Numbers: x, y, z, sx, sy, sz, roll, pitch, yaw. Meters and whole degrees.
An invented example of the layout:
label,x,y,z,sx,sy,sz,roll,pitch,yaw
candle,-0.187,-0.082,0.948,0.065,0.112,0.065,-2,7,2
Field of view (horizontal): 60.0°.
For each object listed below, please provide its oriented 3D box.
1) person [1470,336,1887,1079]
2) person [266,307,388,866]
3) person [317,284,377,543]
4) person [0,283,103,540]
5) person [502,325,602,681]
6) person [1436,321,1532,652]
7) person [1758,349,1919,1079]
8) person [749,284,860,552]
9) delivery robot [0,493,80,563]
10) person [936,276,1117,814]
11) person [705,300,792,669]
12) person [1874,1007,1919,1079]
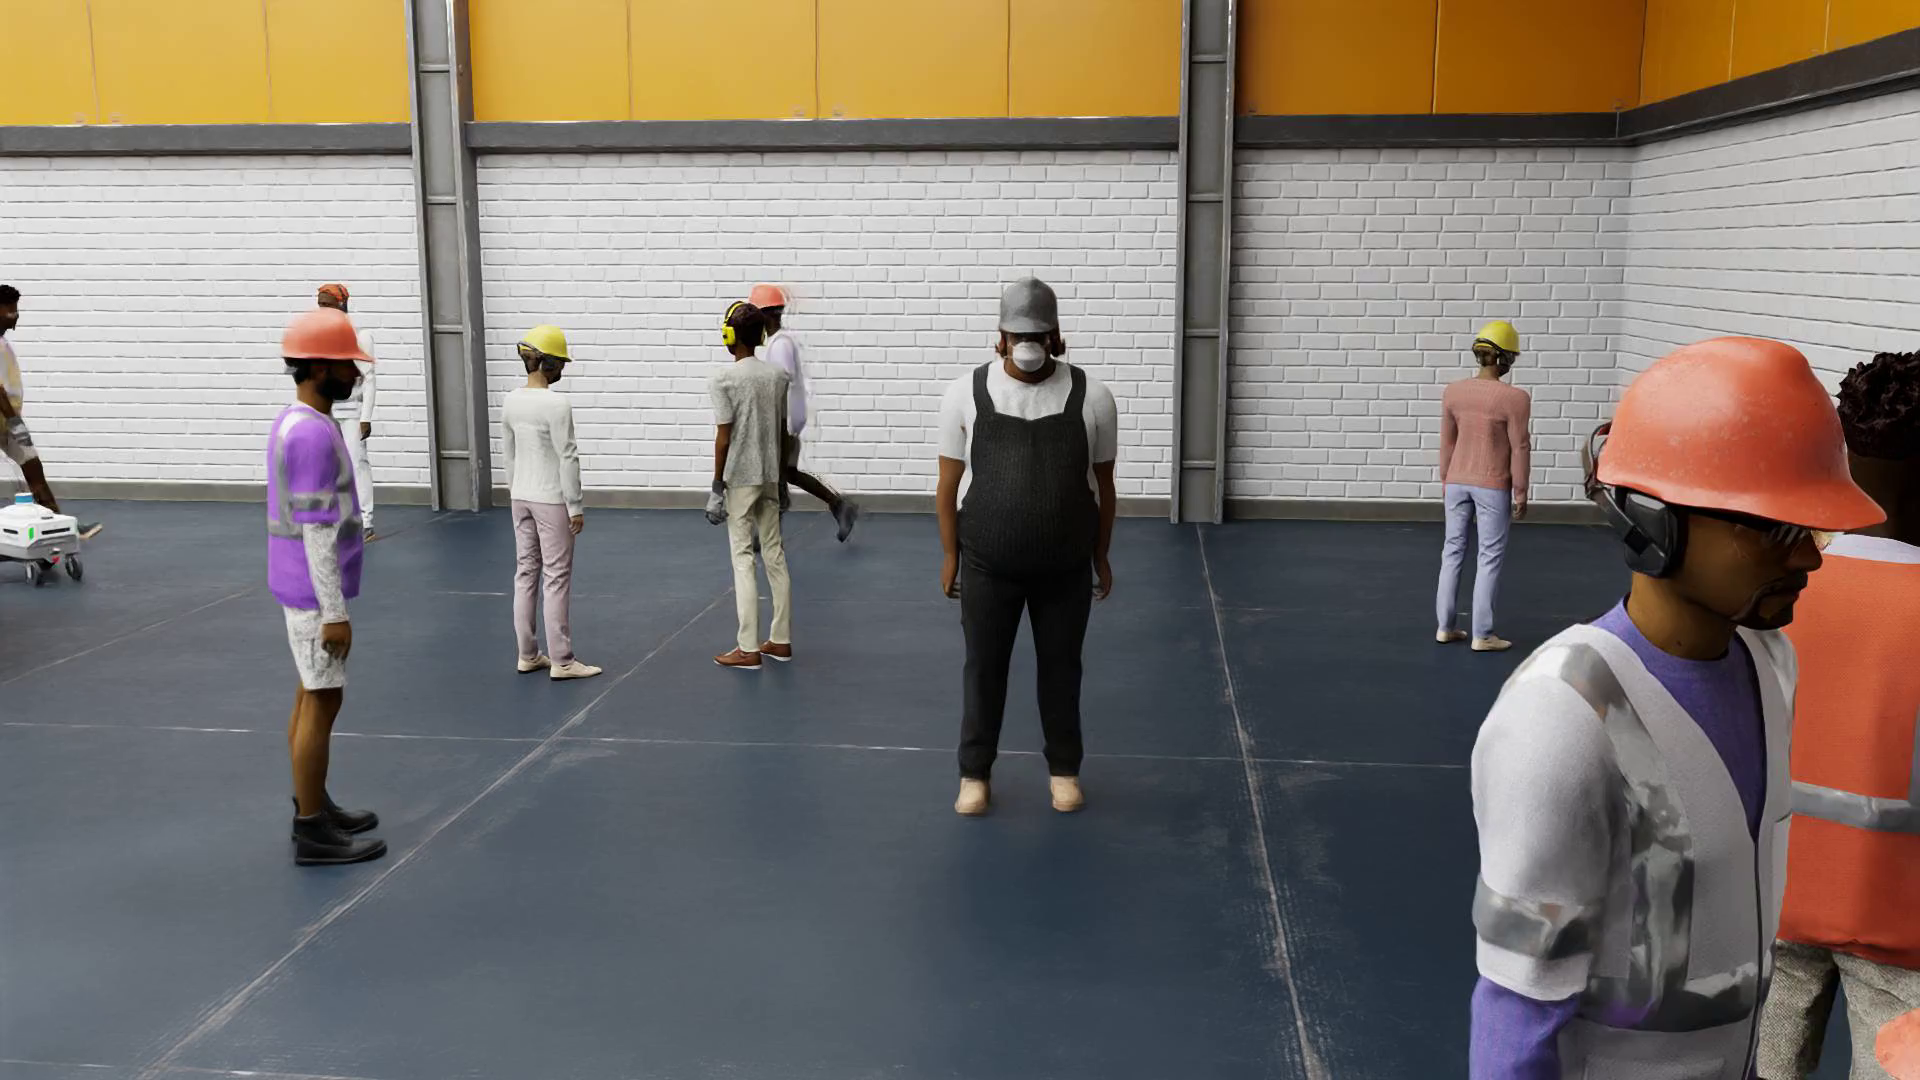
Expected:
label,x,y,z,sx,sy,sz,roll,pitch,yaw
person,0.878,0.757,2.140,0.621,2.030,0.440,-9,14,-43
person,-2.212,0.158,5.821,0.378,1.933,0.550,-4,11,-24
person,-4.499,-0.908,12.067,0.587,1.883,0.347,3,10,18
person,-6.734,-0.846,11.670,1.058,1.903,0.586,-2,10,-12
person,-2.047,-0.182,8.264,0.523,1.761,0.323,8,13,38
person,2.788,-0.279,8.838,0.342,1.755,0.532,-8,13,-39
person,1.576,0.644,2.934,0.361,1.964,0.613,-9,14,-43
person,-1.153,-0.852,11.725,0.832,1.901,0.586,-1,10,-7
delivery robot,-6.028,-0.061,10.744,0.707,0.478,0.477,6,12,32
person,0.253,0.031,6.236,0.688,2.000,0.536,0,10,0
person,-1.079,-0.275,8.476,0.329,1.871,0.513,9,14,43
person,0.911,1.065,1.307,0.566,1.697,0.939,-7,12,-34
